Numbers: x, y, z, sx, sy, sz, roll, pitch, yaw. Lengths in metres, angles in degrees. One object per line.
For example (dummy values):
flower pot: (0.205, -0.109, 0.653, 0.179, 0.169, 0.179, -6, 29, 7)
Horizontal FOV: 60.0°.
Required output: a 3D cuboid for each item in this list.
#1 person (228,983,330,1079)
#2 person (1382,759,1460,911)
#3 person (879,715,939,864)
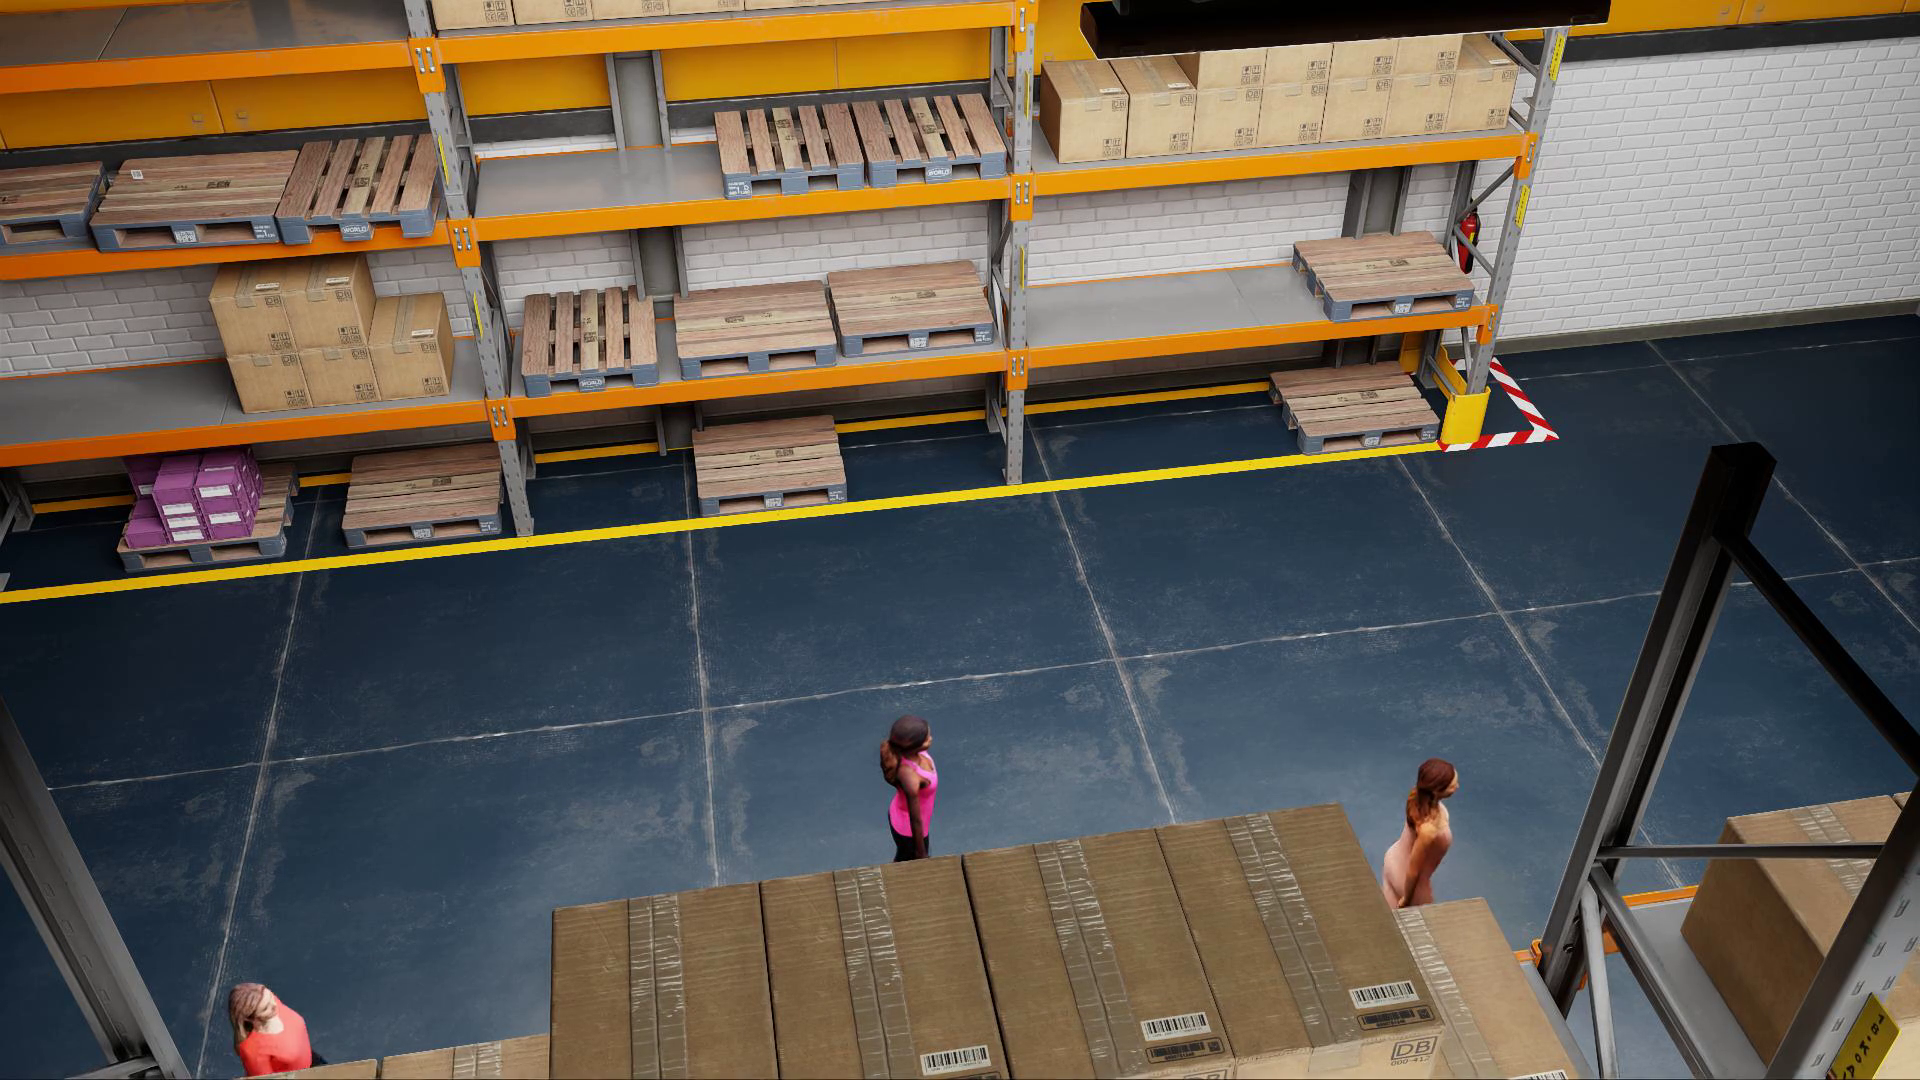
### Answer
person: (-3.505, 2.794, 8.441, 0.695, 1.674, 0.630, -3, 39, -4)
person: (2.469, 1.893, 9.453, 0.697, 1.820, 0.666, 2, 39, 3)
person: (-0.302, 1.673, 9.806, 0.535, 1.724, 0.558, -5, 39, -7)
